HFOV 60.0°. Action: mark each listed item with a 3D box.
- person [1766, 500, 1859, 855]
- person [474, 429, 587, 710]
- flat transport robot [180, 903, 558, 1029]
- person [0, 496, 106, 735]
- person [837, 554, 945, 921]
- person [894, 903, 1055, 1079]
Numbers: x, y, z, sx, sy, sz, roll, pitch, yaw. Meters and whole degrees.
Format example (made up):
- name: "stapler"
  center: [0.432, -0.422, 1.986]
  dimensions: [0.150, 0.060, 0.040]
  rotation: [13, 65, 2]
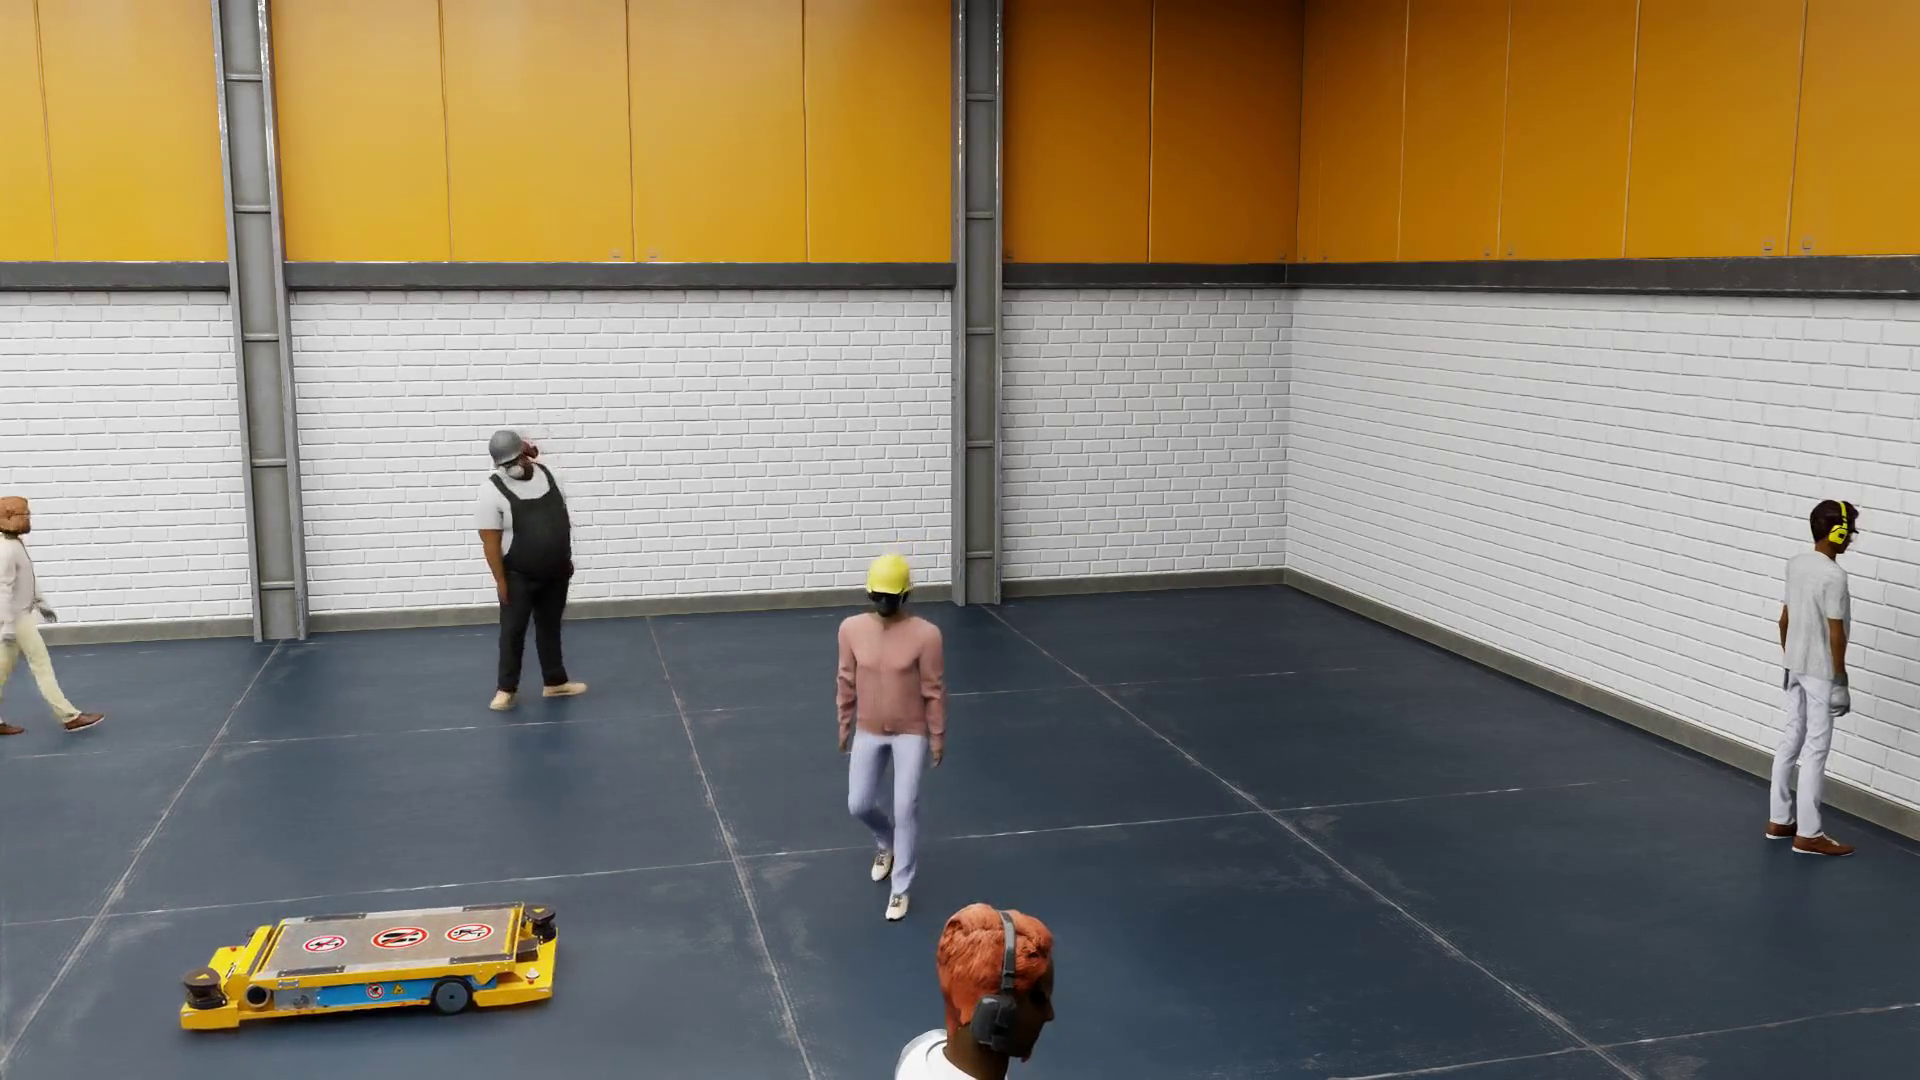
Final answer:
- name: "person"
  center: [4.506, 0.716, 8.761]
  dimensions: [0.369, 1.865, 0.545]
  rotation: [-1, 9, -4]
- name: "person"
  center: [-2.956, 0.157, 11.662]
  dimensions: [0.534, 2.000, 0.807]
  rotation: [8, 12, 39]
- name: "flat transport robot"
  center: [-2.451, 1.781, 7.033]
  dimensions: [1.431, 0.197, 0.652]
  rotation: [-2, 9, -11]
- name: "person"
  center: [-6.115, 0.500, 10.917]
  dimensions: [0.650, 1.611, 0.510]
  rotation: [-5, 10, -28]
- name: "person"
  center: [-0.319, 0.903, 7.924]
  dimensions: [0.538, 1.740, 0.506]
  rotation: [2, 9, 13]
- name: "person"
  center: [0.037, 1.599, 3.141]
  dimensions: [0.355, 1.887, 0.574]
  rotation: [-2, 9, -13]
